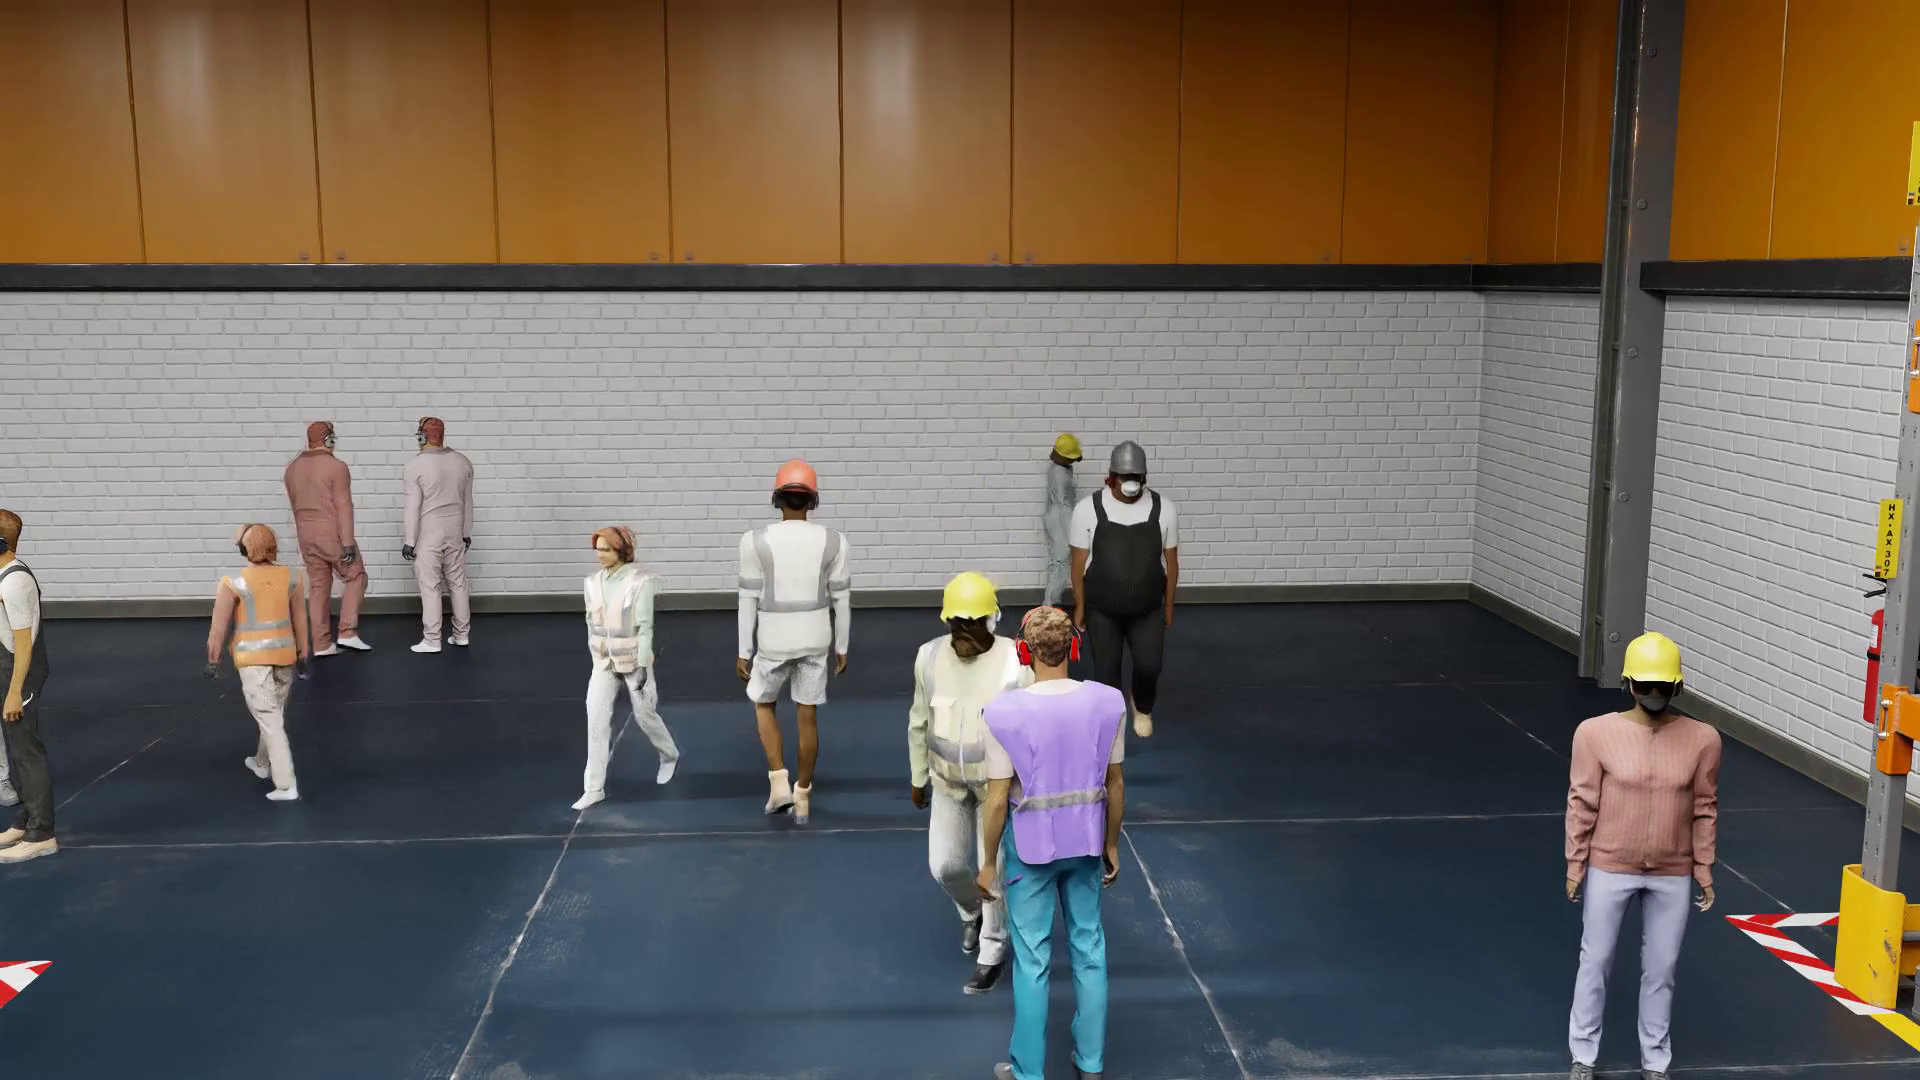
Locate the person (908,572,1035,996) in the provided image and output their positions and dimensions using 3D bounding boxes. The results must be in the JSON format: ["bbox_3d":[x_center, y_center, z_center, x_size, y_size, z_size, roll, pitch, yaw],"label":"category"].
[{"bbox_3d":[0.073,1.010,7.094,0.632,1.811,0.512,3,10,19],"label":"person"}]

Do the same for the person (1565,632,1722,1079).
[{"bbox_3d":[2.473,1.200,6.043,0.534,1.767,0.314,1,9,8],"label":"person"}]

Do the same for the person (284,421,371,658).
[{"bbox_3d":[-5.013,-0.004,13.237,0.666,1.879,0.561,4,10,24],"label":"person"}]

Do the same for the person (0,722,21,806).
[{"bbox_3d":[-5.636,0.575,9.388,0.380,1.951,0.605,8,12,41],"label":"person"}]

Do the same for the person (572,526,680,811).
[{"bbox_3d":[-1.935,0.704,9.654,0.513,1.608,0.786,4,10,23],"label":"person"}]

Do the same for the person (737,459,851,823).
[{"bbox_3d":[-0.914,0.566,9.180,0.646,2.031,0.405,-2,9,-15],"label":"person"}]

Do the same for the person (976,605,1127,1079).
[{"bbox_3d":[0.341,1.155,6.102,0.563,1.837,0.389,-3,10,-19],"label":"person"}]

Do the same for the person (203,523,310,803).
[{"bbox_3d":[-4.102,0.702,9.670,0.809,1.600,0.531,7,11,36],"label":"person"}]

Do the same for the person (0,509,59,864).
[{"bbox_3d":[-4.935,0.745,8.651,0.345,1.846,0.508,-7,11,-36],"label":"person"}]

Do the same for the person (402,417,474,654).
[{"bbox_3d":[-4.220,-0.041,13.394,0.409,1.905,0.651,6,11,35],"label":"person"}]

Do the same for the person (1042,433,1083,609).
[{"bbox_3d":[0.866,-0.082,14.324,0.352,1.698,0.619,-1,9,-6],"label":"person"}]

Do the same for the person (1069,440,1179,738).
[{"bbox_3d":[1.030,0.357,10.477,0.692,2.000,0.585,0,9,1],"label":"person"}]
